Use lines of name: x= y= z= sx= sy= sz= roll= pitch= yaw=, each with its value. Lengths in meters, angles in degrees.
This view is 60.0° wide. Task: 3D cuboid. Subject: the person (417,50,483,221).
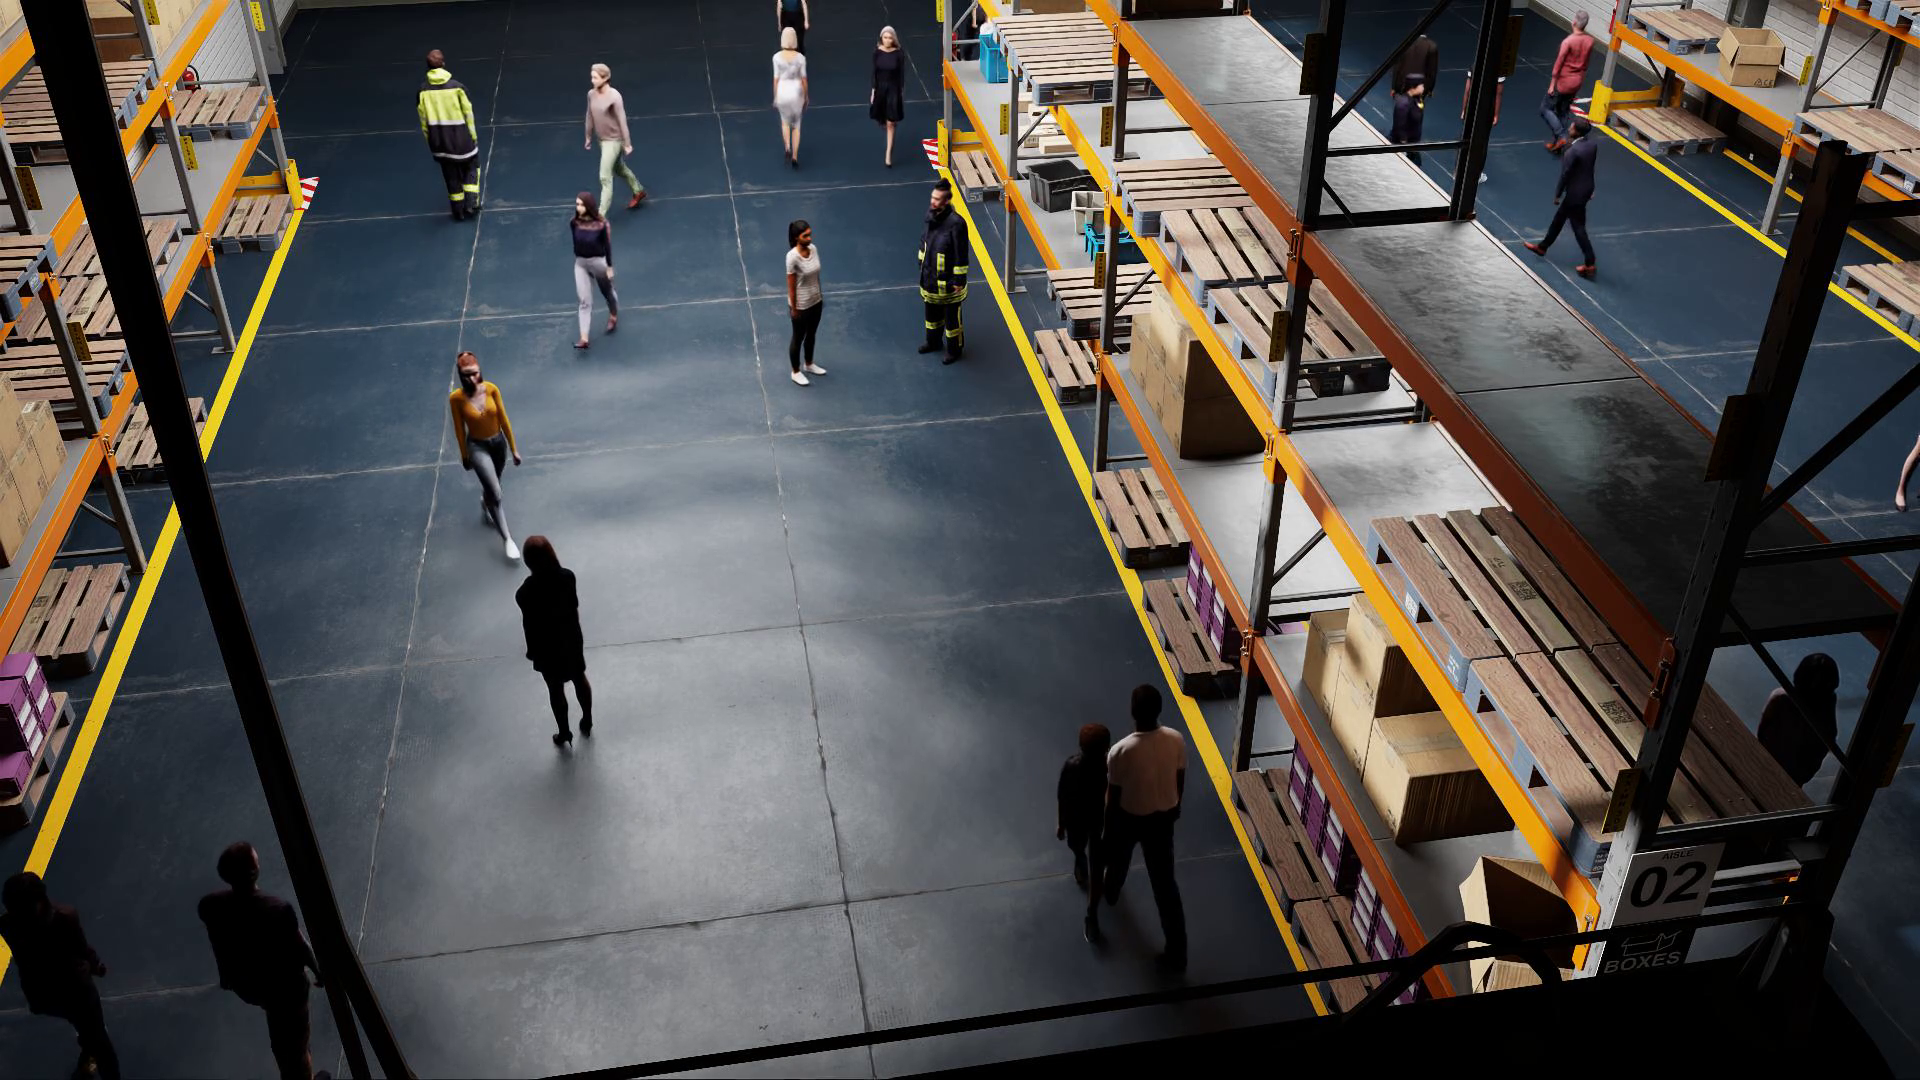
person: x=-5.891 y=-4.636 z=19.213 sx=0.809 sy=1.967 sz=0.713 roll=-2 pitch=34 yaw=-3

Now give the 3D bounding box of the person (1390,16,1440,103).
person: x=5.655 y=-5.625 z=20.874 sx=0.981 sy=1.776 sz=1.051 roll=21 pitch=39 yaw=28

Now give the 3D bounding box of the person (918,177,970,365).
person: x=-0.163 y=-2.659 z=16.330 sx=0.946 sy=1.865 sz=0.844 roll=-28 pitch=42 yaw=-35

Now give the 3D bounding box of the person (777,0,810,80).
person: x=-2.361 y=-7.305 z=23.458 sx=0.631 sy=1.712 sz=0.666 roll=2 pitch=34 yaw=3

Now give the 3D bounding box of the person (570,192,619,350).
person: x=-3.651 y=-2.742 z=16.734 sx=0.912 sy=1.556 sz=1.164 roll=8 pitch=35 yaw=12

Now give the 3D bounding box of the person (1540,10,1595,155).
person: x=7.705 y=-5.722 z=20.986 sx=0.788 sy=1.812 sz=0.835 roll=-13 pitch=36 yaw=-19

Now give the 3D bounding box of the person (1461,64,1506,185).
person: x=6.354 y=-5.224 z=20.311 sx=0.699 sy=1.731 sz=0.747 roll=18 pitch=38 yaw=25

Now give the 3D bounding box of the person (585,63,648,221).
person: x=-3.995 y=-4.628 z=19.315 sx=1.275 sy=1.840 sz=1.276 roll=24 pitch=40 yaw=32

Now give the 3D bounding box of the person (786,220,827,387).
person: x=-1.495 y=-2.302 z=15.993 sx=0.704 sy=1.645 sz=0.644 roll=21 pitch=39 yaw=29

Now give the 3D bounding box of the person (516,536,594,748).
person: x=-2.764 y=0.701 z=11.421 sx=0.659 sy=1.705 sz=0.668 roll=-26 pitch=42 yaw=-34

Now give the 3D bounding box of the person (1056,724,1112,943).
person: x=0.791 y=1.678 z=10.213 sx=0.685 sy=1.414 sz=1.023 roll=1 pitch=34 yaw=2

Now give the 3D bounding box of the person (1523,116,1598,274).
person: x=6.777 y=-3.704 z=18.072 sx=1.092 sy=1.678 sz=1.256 roll=-25 pitch=41 yaw=-32

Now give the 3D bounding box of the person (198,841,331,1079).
person: x=-3.706 y=2.382 z=8.782 sx=0.817 sy=1.826 sz=0.834 roll=7 pitch=34 yaw=10

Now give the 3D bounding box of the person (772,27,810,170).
person: x=-2.105 y=-5.461 z=20.667 sx=0.659 sy=1.732 sz=0.795 roll=0 pitch=34 yaw=0

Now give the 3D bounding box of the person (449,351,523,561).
person: x=-3.892 y=-0.765 z=13.618 sx=0.931 sy=1.713 sz=1.249 roll=-20 pitch=39 yaw=-28

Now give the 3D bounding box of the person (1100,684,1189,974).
person: x=1.127 y=1.737 z=9.765 sx=0.784 sy=1.811 sz=1.272 roll=-12 pitch=36 yaw=-18

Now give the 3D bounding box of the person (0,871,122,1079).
person: x=-4.790 y=2.484 z=8.791 sx=0.559 sy=1.646 sz=0.988 roll=-6 pitch=34 yaw=-9

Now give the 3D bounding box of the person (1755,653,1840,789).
person: x=5.215 y=1.358 z=10.517 sx=0.612 sy=1.611 sz=0.629 roll=-6 pitch=34 yaw=-9

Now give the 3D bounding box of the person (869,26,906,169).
person: x=-0.897 y=-5.585 z=20.857 sx=0.790 sy=1.728 sz=0.997 roll=5 pitch=34 yaw=8

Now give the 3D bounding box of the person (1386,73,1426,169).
person: x=5.127 y=-4.662 z=19.524 sx=0.872 sy=1.665 sz=0.820 roll=23 pitch=40 yaw=30
